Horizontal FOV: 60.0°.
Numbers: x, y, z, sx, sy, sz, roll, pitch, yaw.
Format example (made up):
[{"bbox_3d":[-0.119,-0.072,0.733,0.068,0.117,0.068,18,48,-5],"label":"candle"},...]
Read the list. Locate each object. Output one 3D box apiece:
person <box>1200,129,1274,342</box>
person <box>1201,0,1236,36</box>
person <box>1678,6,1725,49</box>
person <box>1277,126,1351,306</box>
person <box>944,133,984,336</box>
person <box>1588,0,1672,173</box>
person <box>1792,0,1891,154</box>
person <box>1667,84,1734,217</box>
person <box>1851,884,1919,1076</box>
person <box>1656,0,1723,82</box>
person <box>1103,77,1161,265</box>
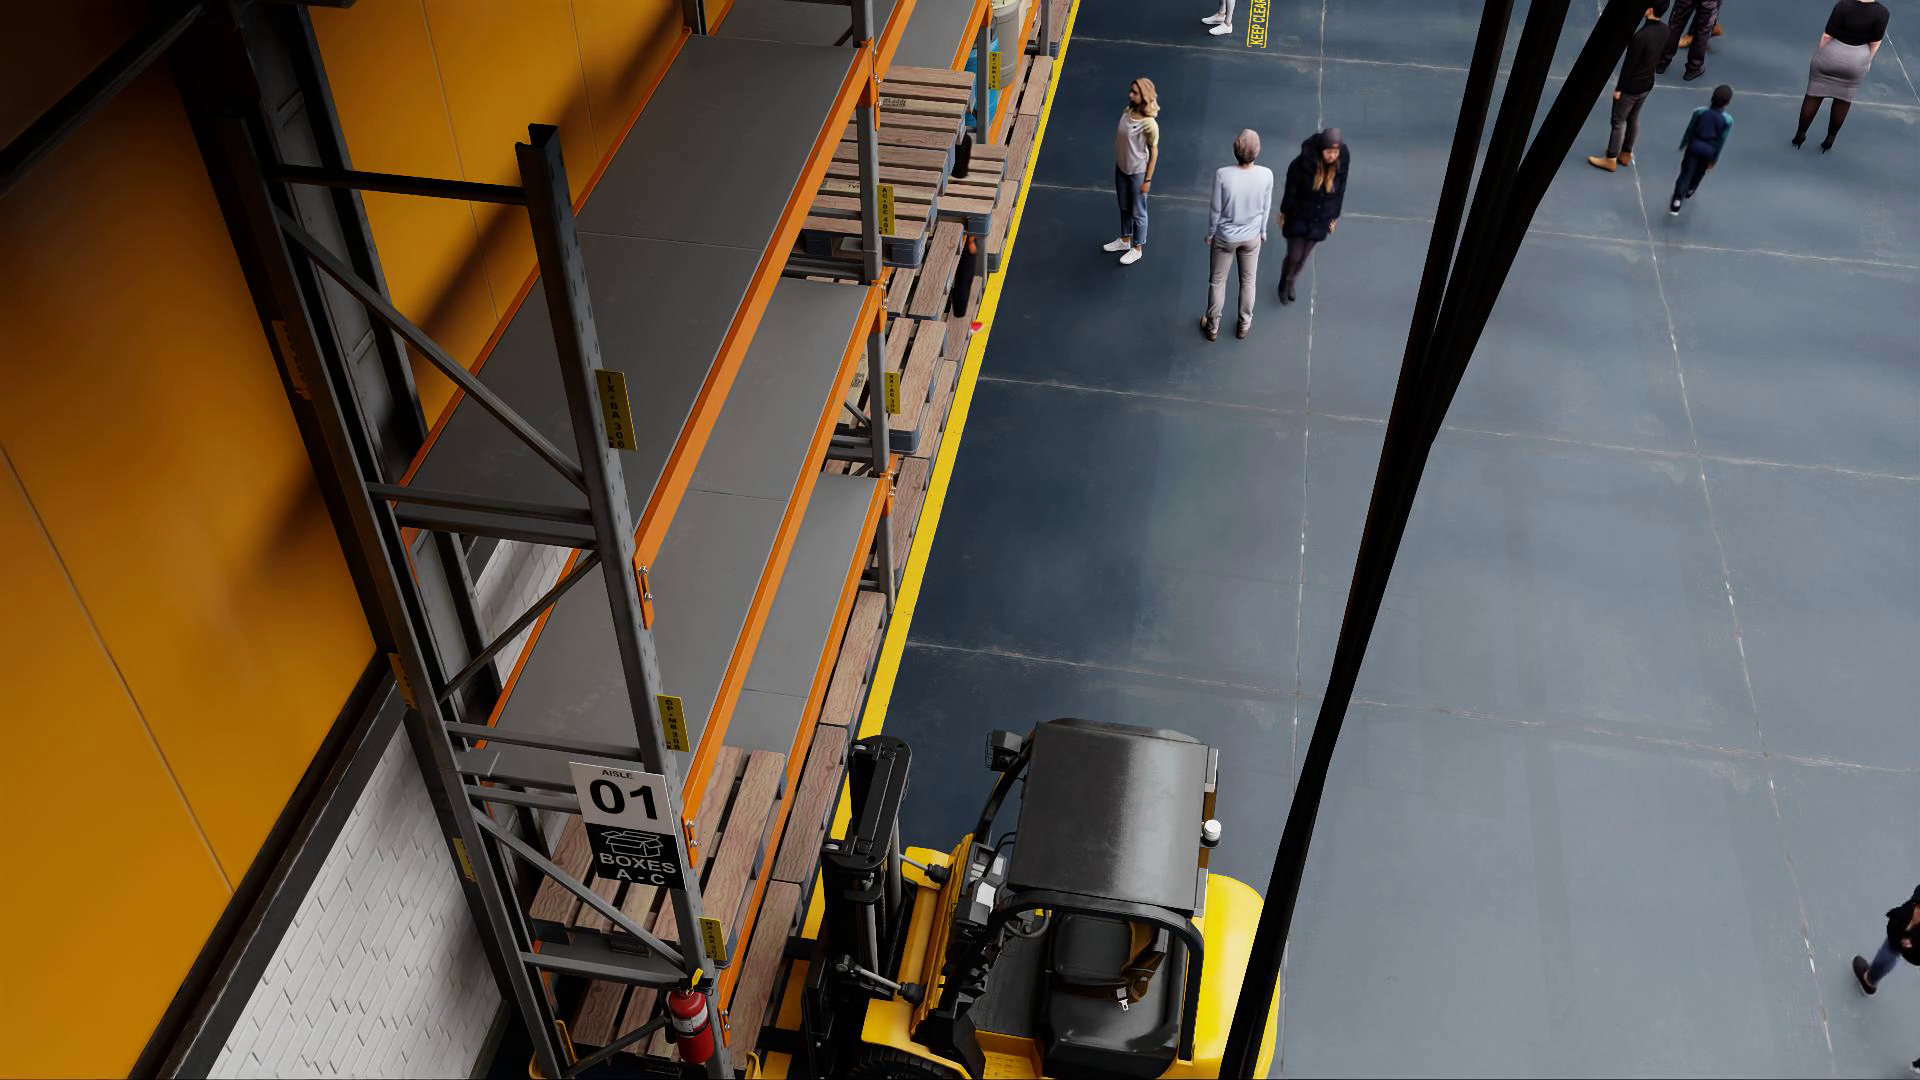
[{"bbox_3d":[2.234,-2.445,13.405,0.689,1.894,0.636,0,44,0],"label":"person"},{"bbox_3d":[2.820,-6.168,17.451,0.702,1.703,0.585,-7,44,-8],"label":"person"},{"bbox_3d":[7.828,-5.859,17.129,0.830,1.699,0.750,8,44,9],"label":"person"},{"bbox_3d":[2.893,-2.761,13.911,0.757,1.653,0.745,-3,44,-3],"label":"person"},{"bbox_3d":[-0.052,-2.501,13.522,0.839,1.813,0.769,-23,48,-22],"label":"person"},{"bbox_3d":[6.273,-4.254,15.430,0.696,1.720,0.758,-26,50,-25],"label":"person"},{"bbox_3d":[8.299,-4.493,15.653,0.728,1.758,0.700,17,46,17],"label":"person"},{"bbox_3d":[6.651,-3.490,14.979,0.659,1.235,0.952,17,46,17],"label":"person"},{"bbox_3d":[5.192,2.155,8.749,0.629,1.655,1.066,6,44,6],"label":"person"},{"bbox_3d":[7.458,-5.565,16.666,0.776,1.914,0.757,27,50,25],"label":"person"},{"bbox_3d":[1.504,-3.182,14.302,0.767,1.723,0.700,-24,49,-23],"label":"person"}]
